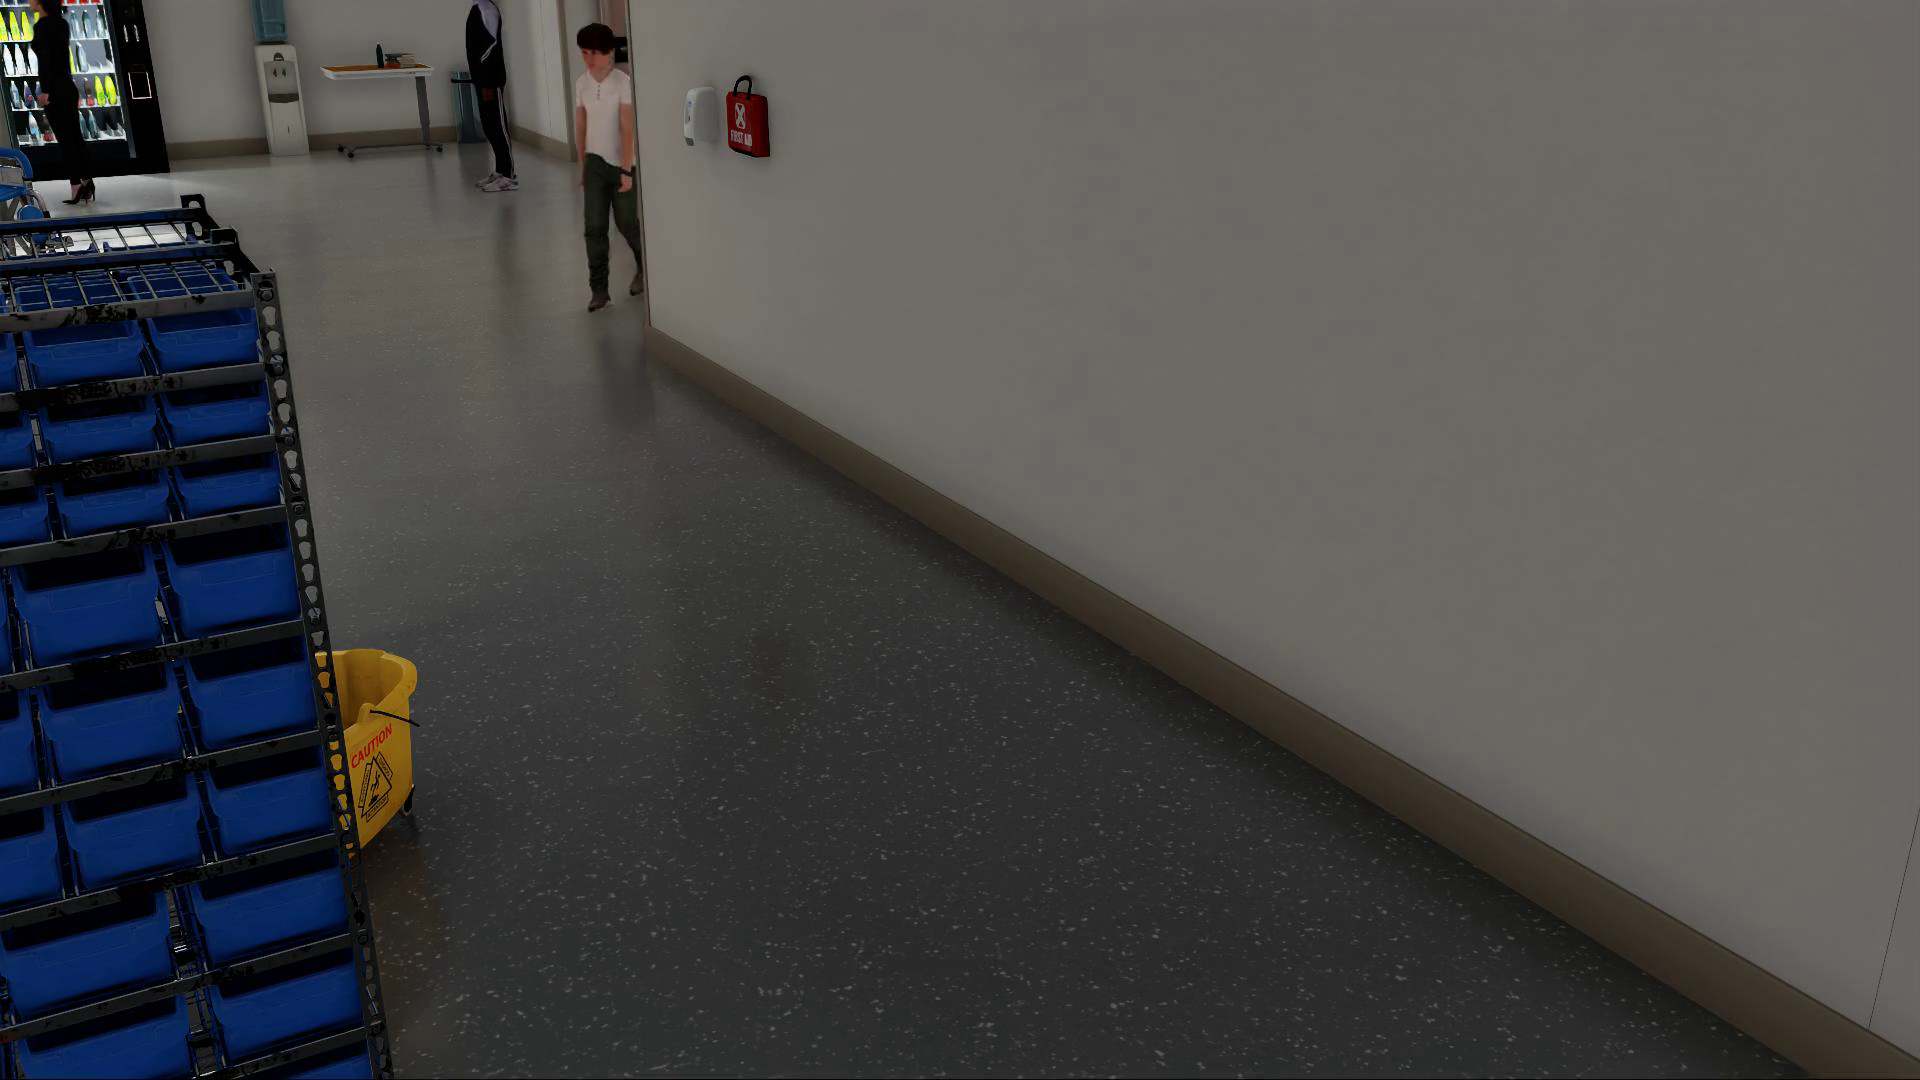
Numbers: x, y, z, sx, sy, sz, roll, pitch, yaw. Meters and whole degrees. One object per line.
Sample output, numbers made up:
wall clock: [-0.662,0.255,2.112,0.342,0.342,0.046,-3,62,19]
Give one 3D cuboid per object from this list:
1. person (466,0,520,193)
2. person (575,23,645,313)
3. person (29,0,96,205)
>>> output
person: [-3.964,-3.895,14.041,0.592,1.821,0.684,-8,22,-21]
person: [-2.010,-2.191,9.811,1.007,1.629,1.040,5,21,13]
person: [-7.233,-3.582,13.368,0.645,1.712,0.643,0,21,-1]
